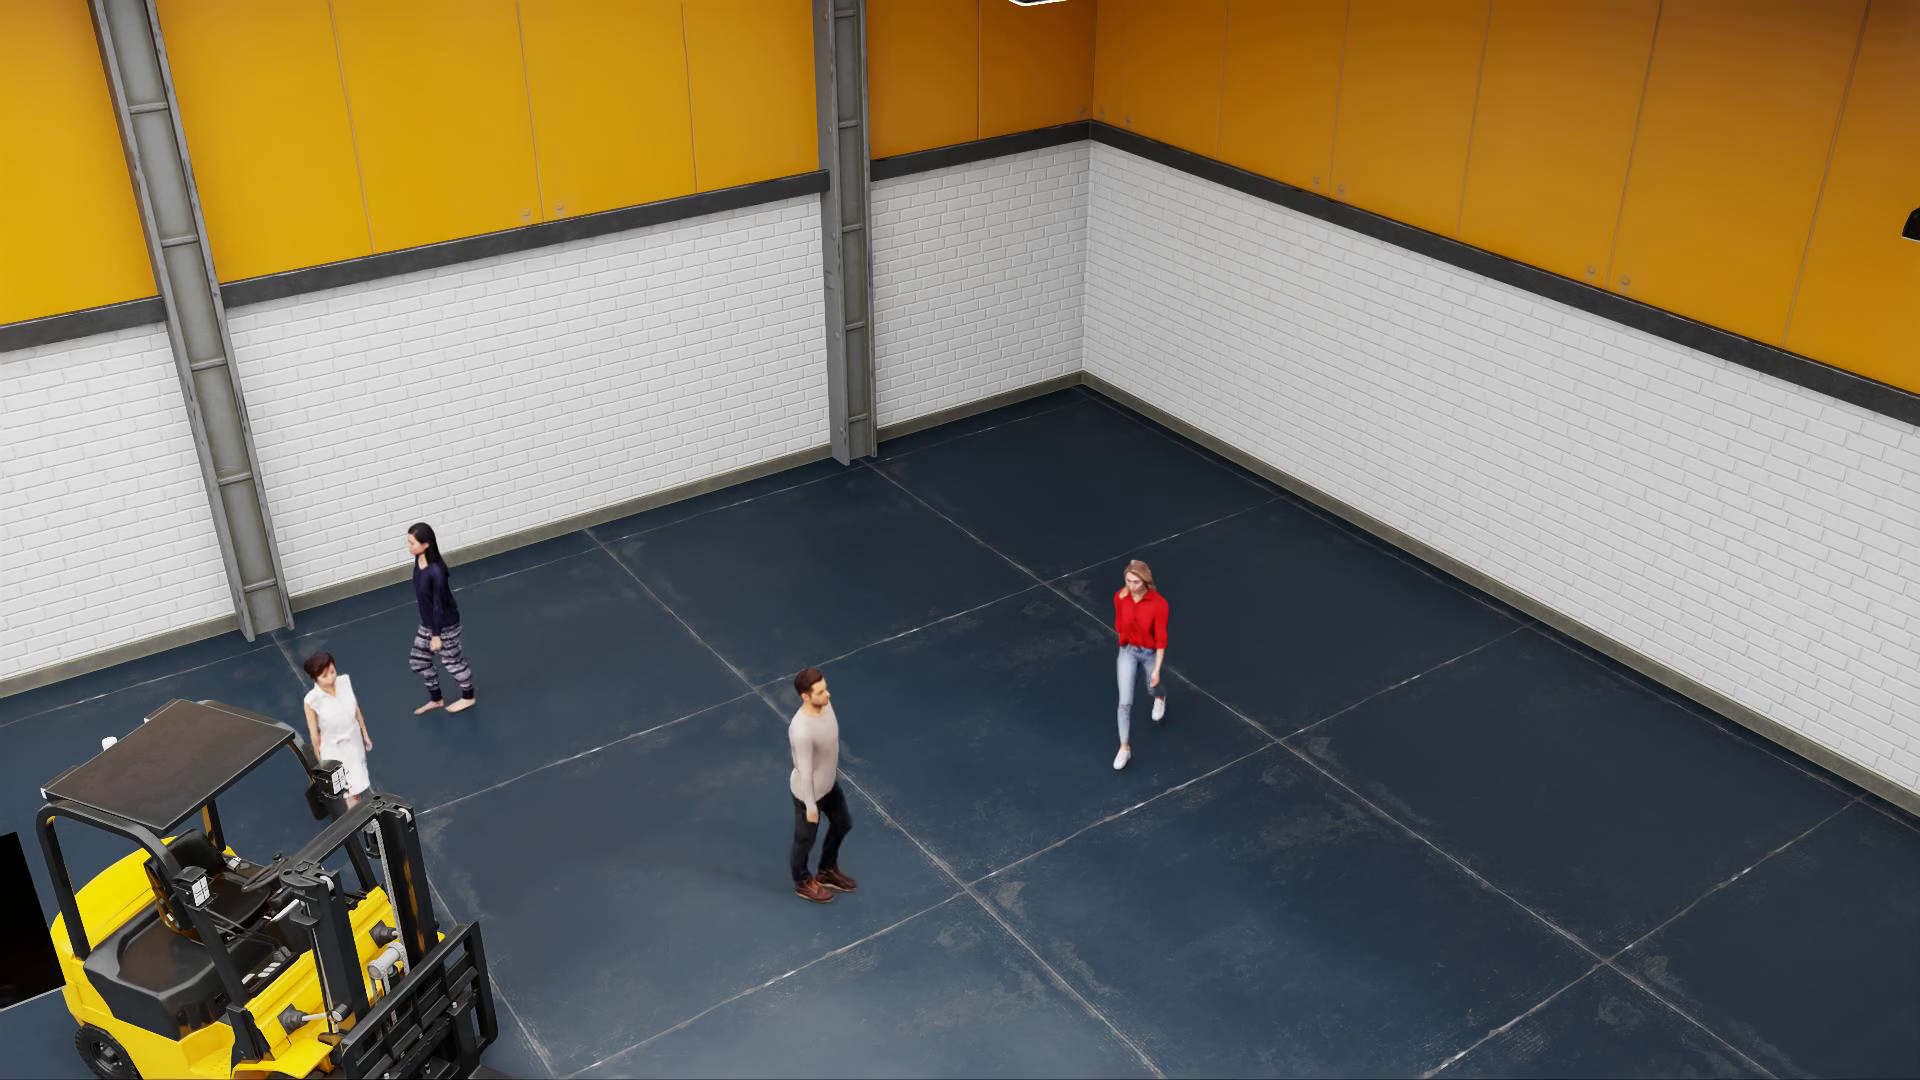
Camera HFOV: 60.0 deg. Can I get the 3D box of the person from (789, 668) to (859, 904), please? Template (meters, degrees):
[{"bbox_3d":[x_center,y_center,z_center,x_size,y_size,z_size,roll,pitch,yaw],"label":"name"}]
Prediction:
[{"bbox_3d":[-1.038,1.615,10.968,0.873,1.852,0.795,8,30,14],"label":"person"}]

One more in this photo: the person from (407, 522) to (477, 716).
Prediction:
[{"bbox_3d":[-3.989,0.594,12.981,0.713,1.718,0.655,-21,35,-33],"label":"person"}]

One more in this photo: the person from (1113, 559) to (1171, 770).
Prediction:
[{"bbox_3d":[1.409,0.851,12.567,1.019,1.663,1.209,10,30,17],"label":"person"}]

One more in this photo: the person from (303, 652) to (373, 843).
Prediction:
[{"bbox_3d":[-4.369,1.425,11.654,0.898,1.531,0.989,15,32,25],"label":"person"}]
